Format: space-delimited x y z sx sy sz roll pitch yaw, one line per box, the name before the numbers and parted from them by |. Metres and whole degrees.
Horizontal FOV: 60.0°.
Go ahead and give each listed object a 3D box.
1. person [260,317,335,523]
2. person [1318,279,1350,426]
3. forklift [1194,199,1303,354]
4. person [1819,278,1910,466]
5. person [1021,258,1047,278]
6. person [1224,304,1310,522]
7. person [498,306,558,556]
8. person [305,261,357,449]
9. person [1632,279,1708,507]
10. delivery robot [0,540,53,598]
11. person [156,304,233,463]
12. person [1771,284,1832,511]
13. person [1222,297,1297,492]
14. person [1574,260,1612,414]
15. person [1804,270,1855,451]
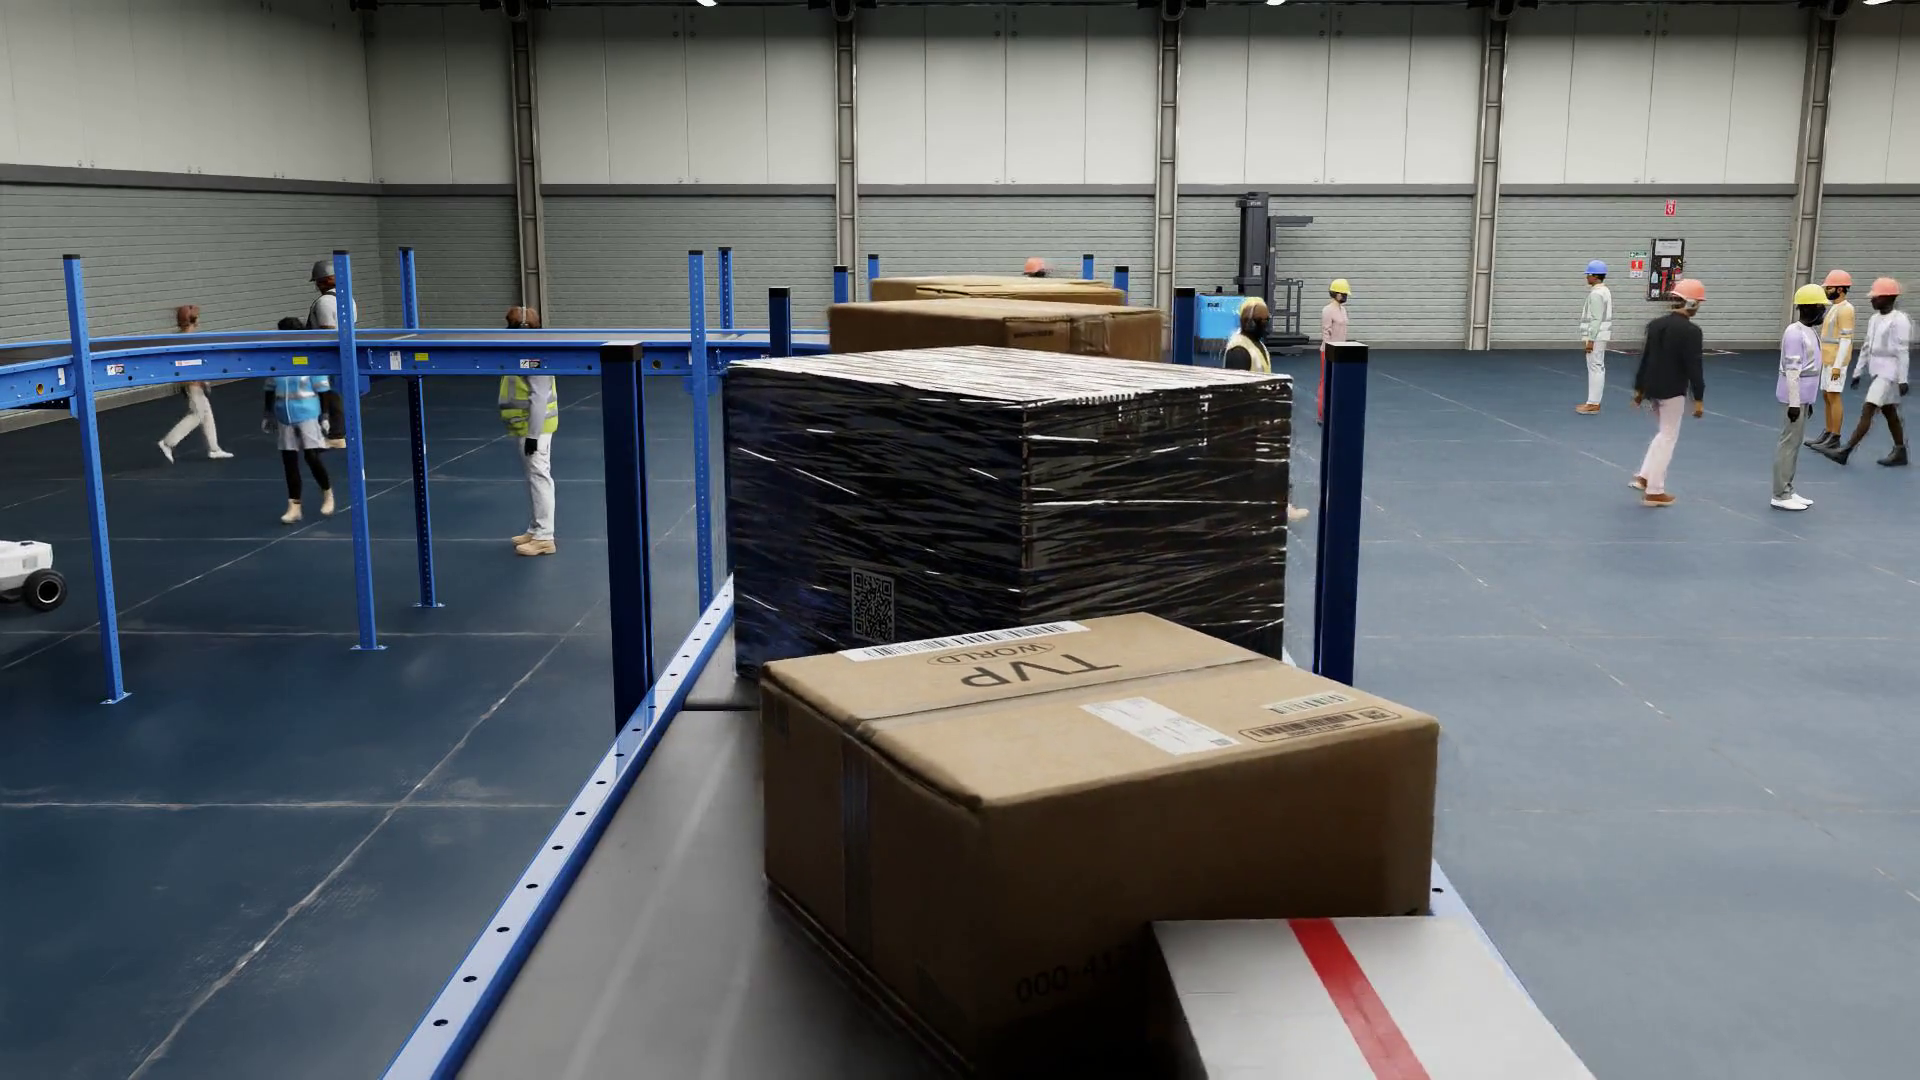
person | -5.484 -0.993 13.725 0.552 1.695 0.388 2 11 10
person | 4.521 -2.260 20.053 0.318 1.767 0.523 8 14 35
forklift | 5.313 -4.851 30.603 1.873 2.768 1.129 0 11 1
person | 9.197 -1.678 16.749 0.988 1.882 0.568 1 11 3
person | 0.814 -2.384 20.086 0.976 2.003 0.613 8 13 34
person | 2.419 -1.040 13.718 0.952 1.791 0.649 5 12 23
person | -3.229 -0.823 12.467 0.430 1.845 0.619 -3 12 -17
person | -6.900 -2.017 18.204 0.538 2.000 0.681 1 11 3
person | 6.198 -1.285 14.515 0.514 1.966 0.692 -3 11 -16
delivery robot | -6.174 0.168 10.560 0.477 0.478 0.707 7 13 32
person | -7.887 -1.597 17.014 0.741 1.613 0.520 -10 15 -42
person | 7.248 -1.234 14.353 0.362 1.930 0.587 8 14 35
person | 2.637 -1.249 14.793 0.858 1.792 0.595 4 12 20
person | 8.120 -2.593 21.287 0.394 1.949 0.602 6 13 28
person | 9.365 -1.925 17.882 0.361 1.935 0.553 3 11 15
